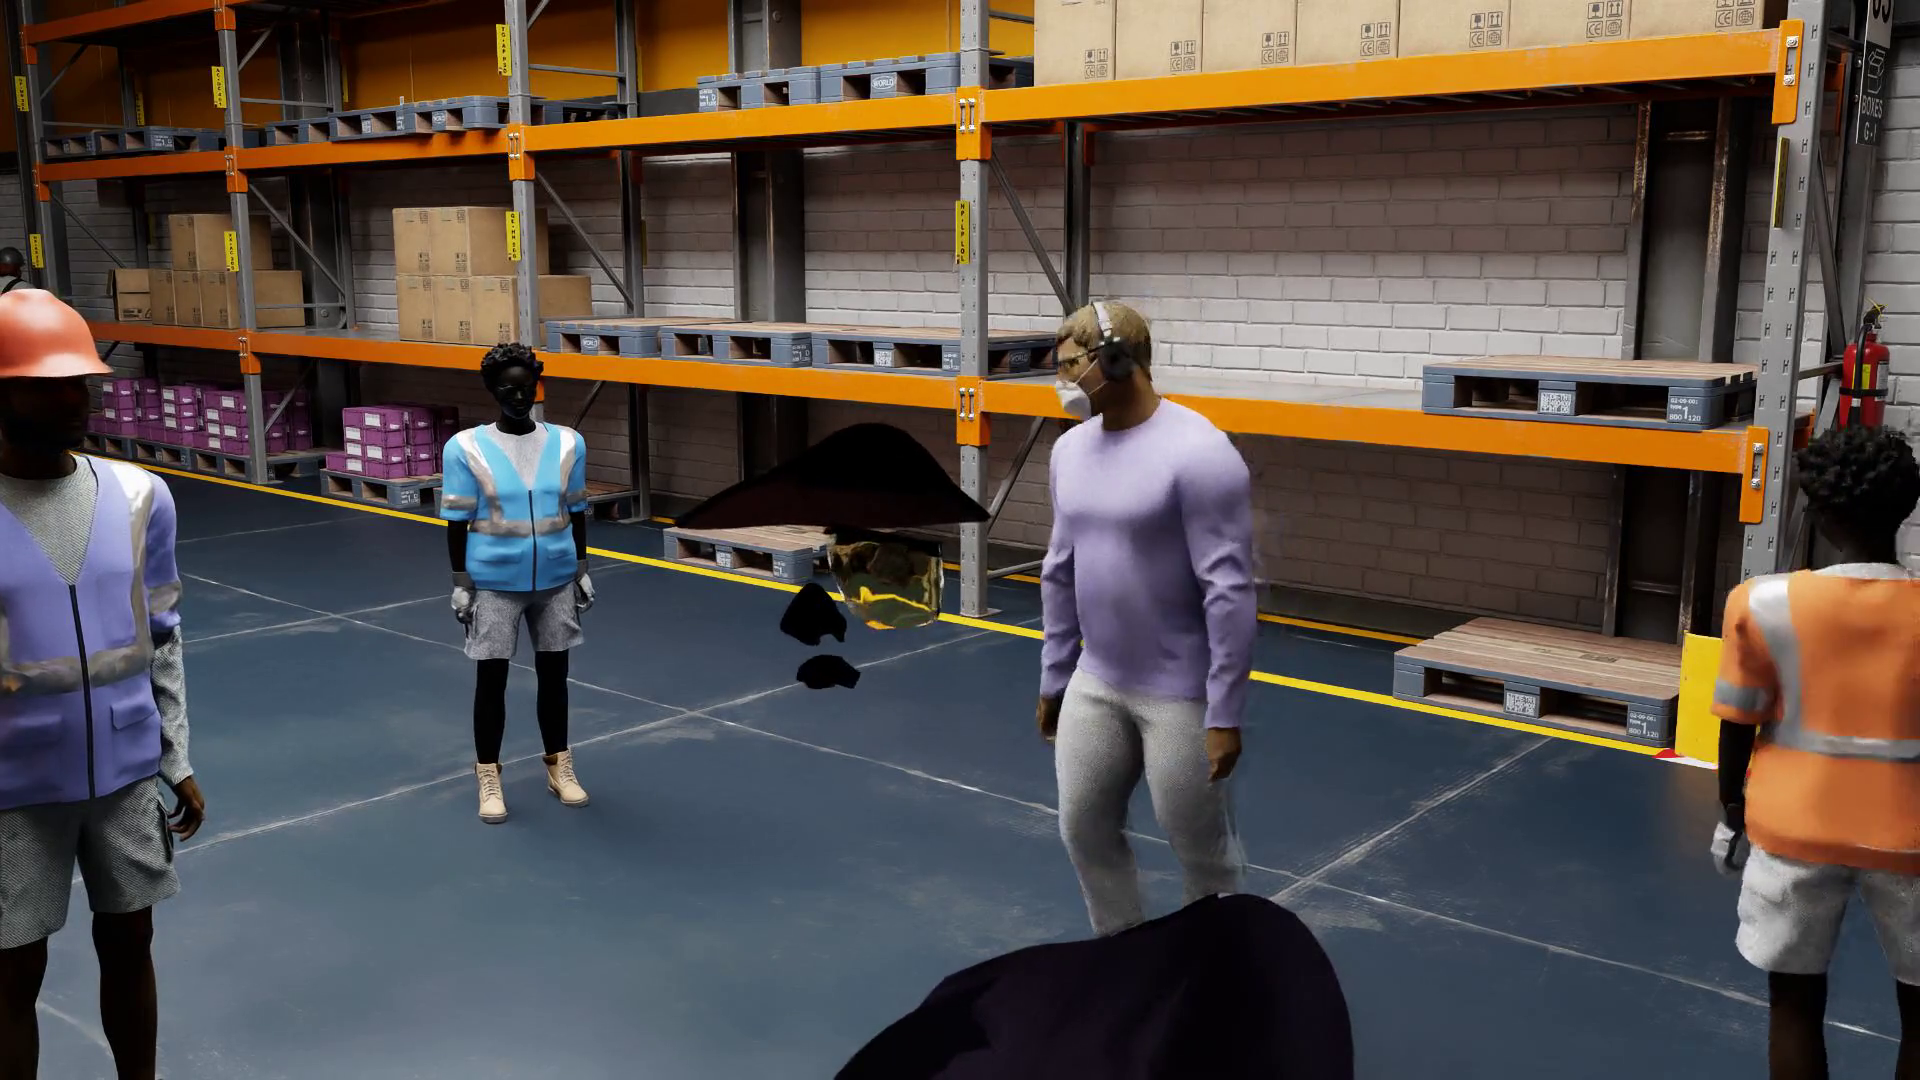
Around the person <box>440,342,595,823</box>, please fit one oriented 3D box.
[{"bbox_3d":[-1.560,0.147,5.924,0.541,1.696,0.315,-6,12,-32],"label":"person"}]

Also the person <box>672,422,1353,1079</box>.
[{"bbox_3d":[-0.055,0.836,1.014,0.615,2.041,0.392,-5,11,-26],"label":"person"}]

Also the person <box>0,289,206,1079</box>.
[{"bbox_3d":[-1.822,0.469,3.394,0.352,1.942,0.545,8,13,39],"label":"person"}]

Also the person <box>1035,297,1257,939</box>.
[{"bbox_3d":[0.477,0.373,4.081,0.432,1.906,0.684,-8,13,-38],"label":"person"}]

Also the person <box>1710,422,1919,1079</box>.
[{"bbox_3d":[1.852,0.611,3.352,0.655,1.683,0.321,5,11,27],"label":"person"}]

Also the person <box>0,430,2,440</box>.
[{"bbox_3d":[-9.990,-1.944,17.434,0.620,1.840,0.430,-4,11,-21],"label":"person"}]

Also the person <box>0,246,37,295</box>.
[{"bbox_3d":[-9.848,-2.048,17.439,0.684,2.000,0.538,1,10,6],"label":"person"}]
